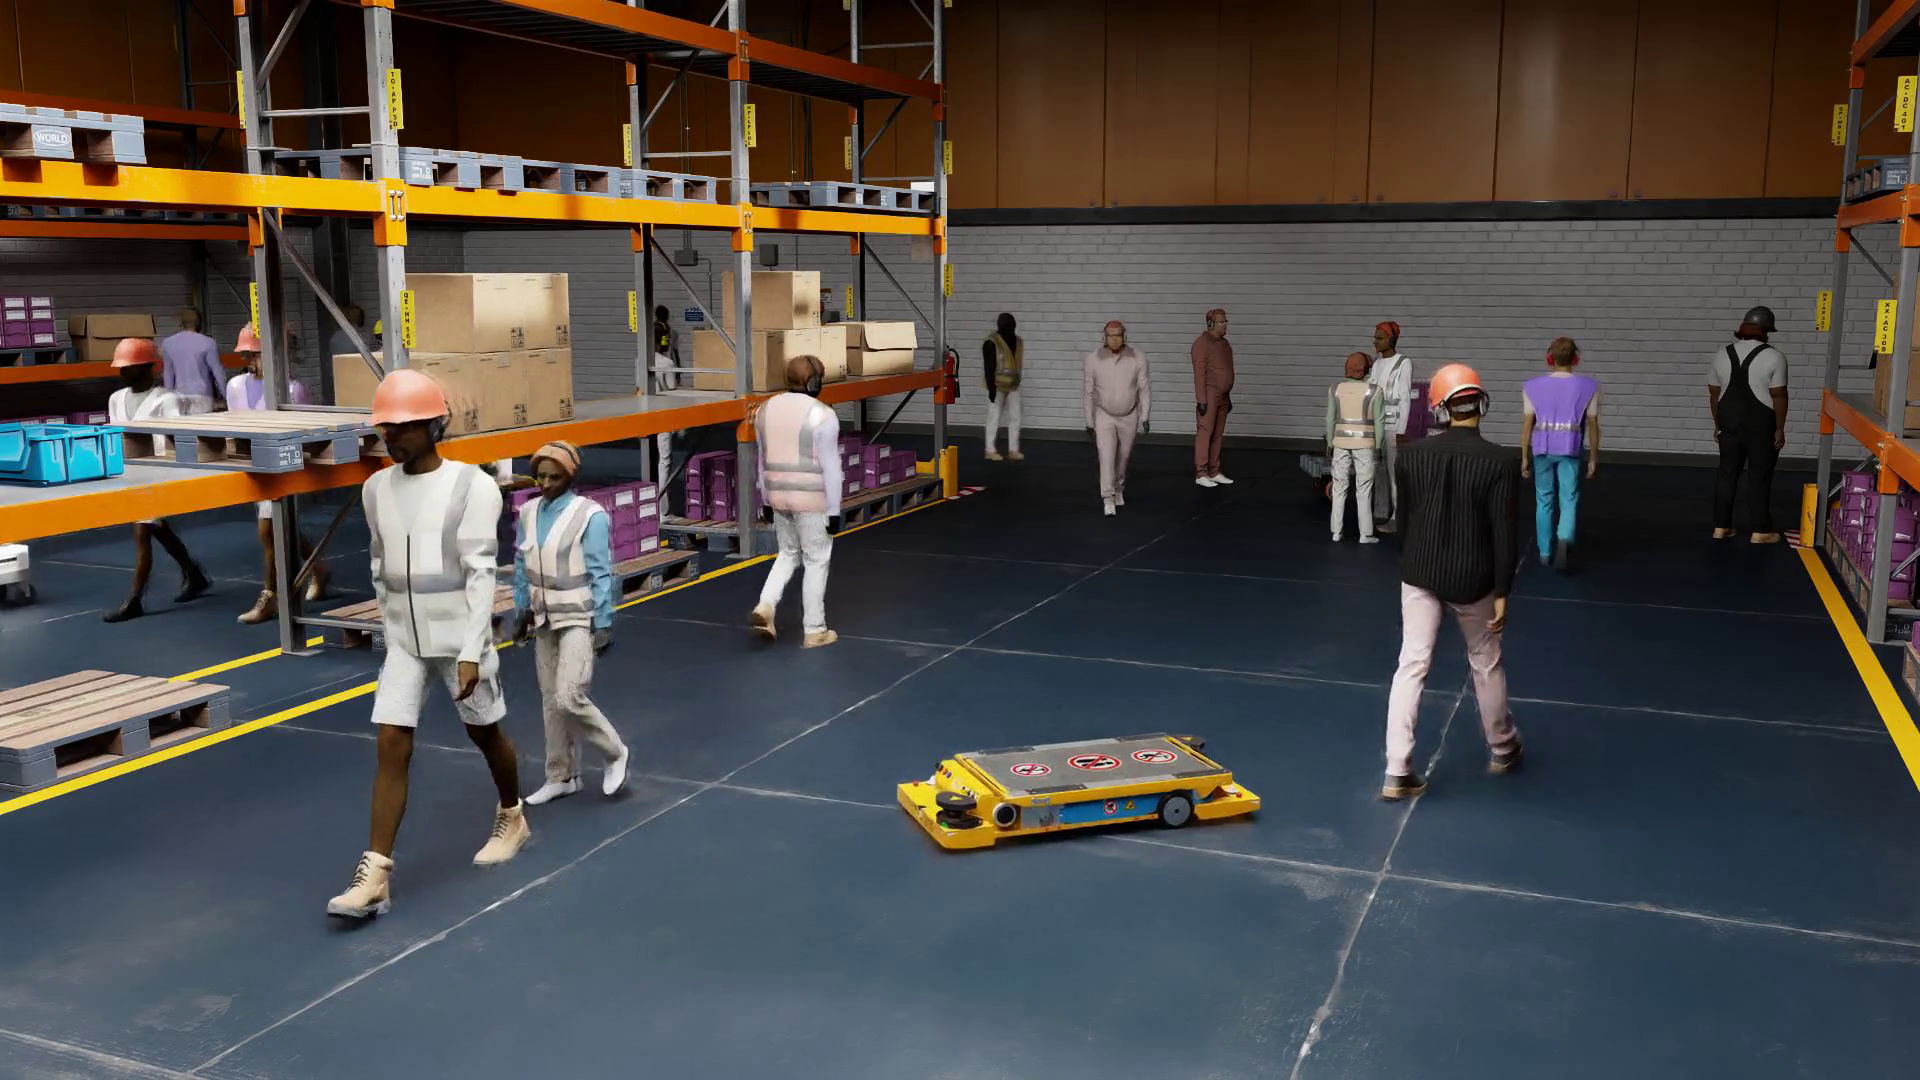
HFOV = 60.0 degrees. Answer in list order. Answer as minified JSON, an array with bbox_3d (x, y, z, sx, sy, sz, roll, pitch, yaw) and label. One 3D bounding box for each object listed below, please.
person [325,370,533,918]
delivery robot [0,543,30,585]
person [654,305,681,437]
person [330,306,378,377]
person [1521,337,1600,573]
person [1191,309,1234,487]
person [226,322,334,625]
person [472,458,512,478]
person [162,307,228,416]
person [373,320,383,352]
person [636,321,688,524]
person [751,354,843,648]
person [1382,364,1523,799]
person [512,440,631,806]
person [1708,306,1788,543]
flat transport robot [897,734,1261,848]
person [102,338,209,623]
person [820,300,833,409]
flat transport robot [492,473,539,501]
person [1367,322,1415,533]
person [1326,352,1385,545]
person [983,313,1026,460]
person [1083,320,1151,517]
[{"bbox_3d":[-1.984,0.360,6.228,0.611,1.990,1.053,3,10,16],"label":"person"},{"bbox_3d":[-6.748,0.180,11.359,0.477,0.478,0.707,3,10,20],"label":"delivery robot"},{"bbox_3d":[-4.119,-2.344,23.084,0.519,1.837,0.910,-8,12,-41],"label":"person"},{"bbox_3d":[-7.295,-1.887,20.157,0.647,1.885,1.009,2,10,9],"label":"person"},{"bbox_3d":[4.658,-0.664,12.942,0.571,1.823,0.801,3,10,19],"label":"person"},{"bbox_3d":[2.752,-1.532,17.931,0.407,1.908,0.641,7,12,36],"label":"person"},{"bbox_3d":[-4.606,-0.484,11.300,0.601,2.011,0.967,4,10,22],"label":"person"},{"bbox_3d":[-4.749,-1.200,16.797,0.565,1.626,0.519,-3,10,-17],"label":"person"},{"bbox_3d":[-8.268,-1.575,18.159,0.635,1.910,0.743,3,10,18],"label":"person"},{"bbox_3d":[-6.434,-1.598,18.759,0.309,1.769,0.524,4,10,24],"label":"person"},{"bbox_3d":[-2.754,-1.067,15.275,0.519,1.860,0.339,7,12,38],"label":"person"},{"bbox_3d":[-0.996,-0.223,10.235,0.641,1.829,0.527,6,11,33],"label":"person"},{"bbox_3d":[2.242,0.176,7.551,0.621,1.923,1.033,7,12,36],"label":"person"},{"bbox_3d":[-1.720,0.368,7.250,0.539,1.622,0.373,8,12,40],"label":"person"},{"bbox_3d":[6.818,-1.002,14.313,0.536,2.000,0.677,-7,11,-35],"label":"person"},{"bbox_3d":[0.506,1.060,7.169,1.431,0.197,0.652,-3,10,-19],"label":"flat transport robot"},{"bbox_3d":[-5.541,-0.438,11.390,0.565,1.895,0.998,3,10,20],"label":"person"},{"bbox_3d":[-1.920,-2.281,22.364,0.545,1.942,0.352,-7,12,-36],"label":"person"},{"bbox_3d":[-4.704,-0.485,16.532,0.652,0.197,1.431,5,11,29],"label":"flat transport robot"},{"bbox_3d":[3.814,-1.006,14.859,0.346,1.878,0.578,-4,10,-21],"label":"person"},{"bbox_3d":[3.356,-0.777,14.159,0.514,1.641,0.315,6,11,34],"label":"person"},{"bbox_3d":[0.525,-1.843,20.132,0.644,1.801,0.688,-7,12,-37],"label":"person"},{"bbox_3d":[1.508,-1.199,16.103,0.633,1.858,1.023,-1,9,-3],"label":"person"}]
